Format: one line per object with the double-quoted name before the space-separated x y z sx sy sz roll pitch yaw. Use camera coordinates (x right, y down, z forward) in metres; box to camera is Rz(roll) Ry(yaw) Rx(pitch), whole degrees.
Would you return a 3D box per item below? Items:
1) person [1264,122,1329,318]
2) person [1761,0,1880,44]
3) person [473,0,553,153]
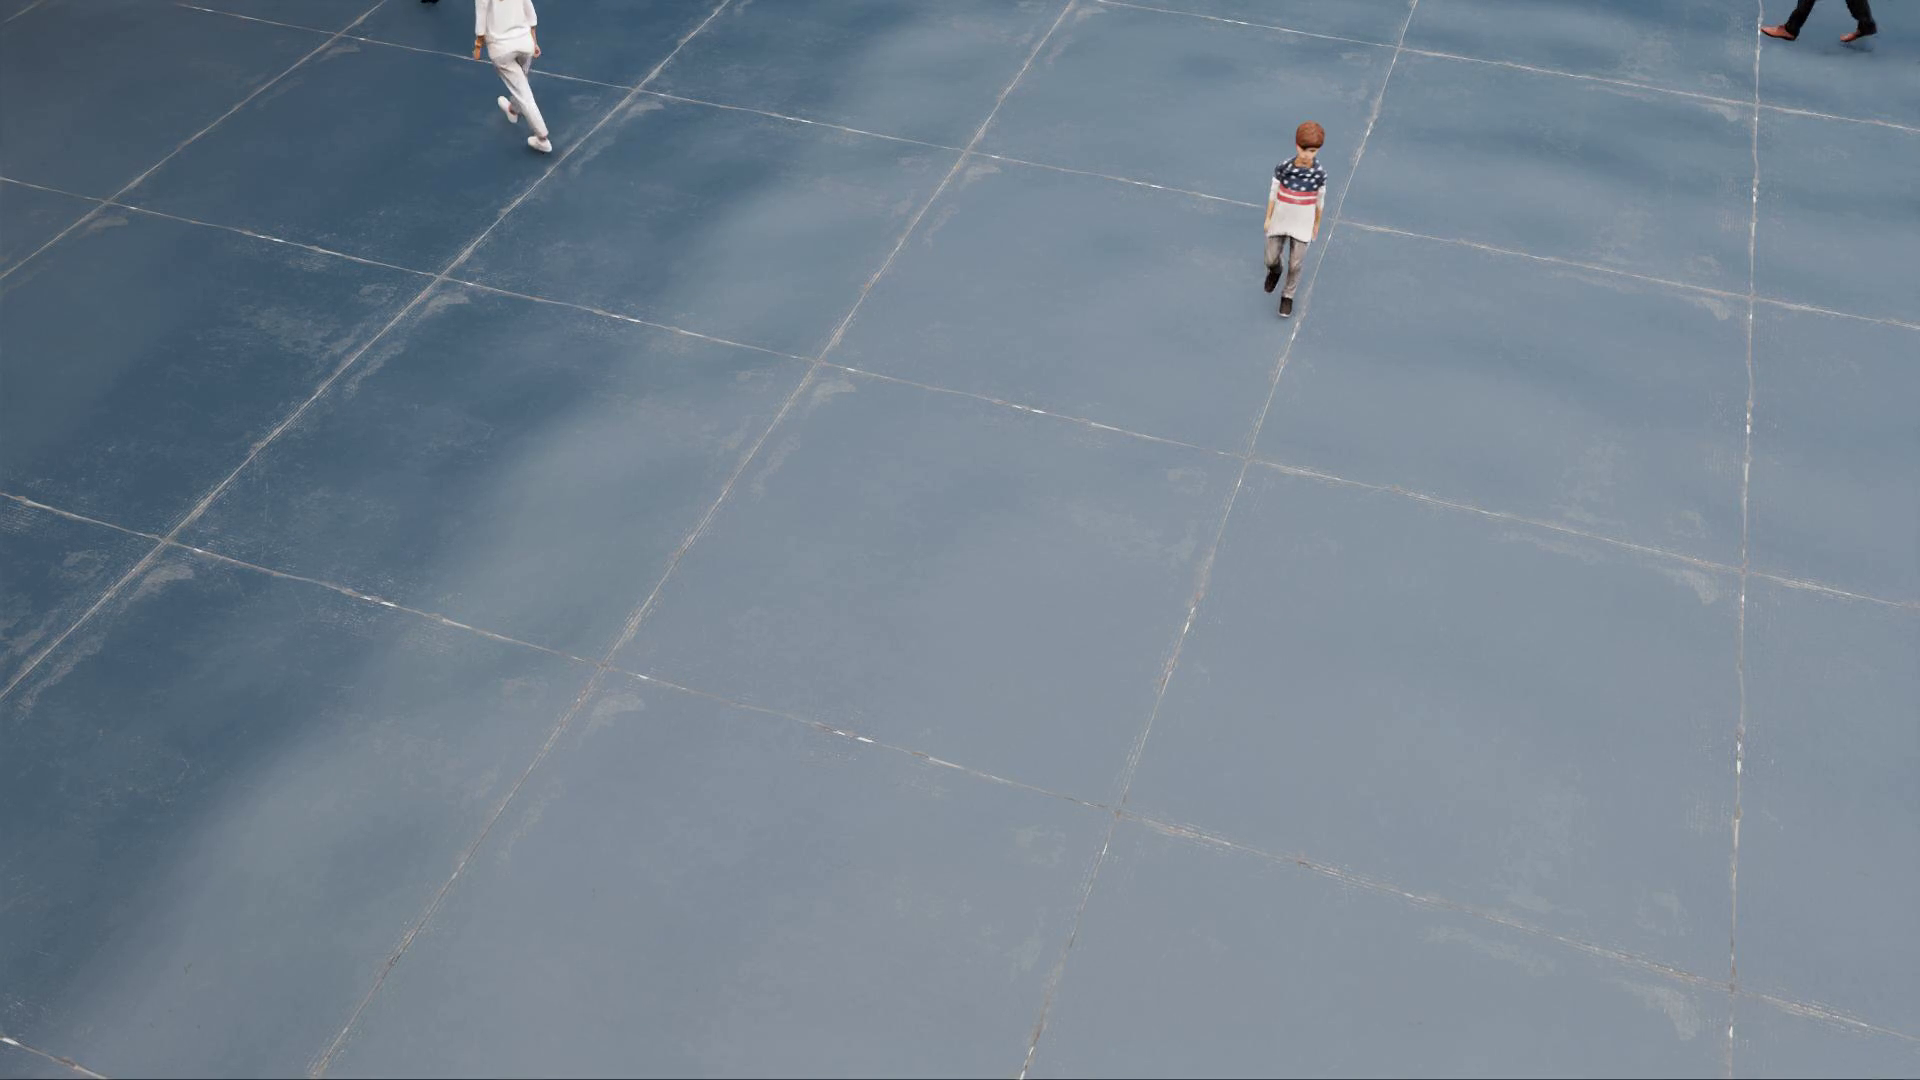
"person" 2.291 -2.234 11.416 0.597 1.430 0.610 11 44 11
"person" 7.666 -5.047 14.209 1.187 1.730 0.757 20 47 20
"person" -3.442 -3.795 12.927 1.129 1.651 0.894 33 52 30
